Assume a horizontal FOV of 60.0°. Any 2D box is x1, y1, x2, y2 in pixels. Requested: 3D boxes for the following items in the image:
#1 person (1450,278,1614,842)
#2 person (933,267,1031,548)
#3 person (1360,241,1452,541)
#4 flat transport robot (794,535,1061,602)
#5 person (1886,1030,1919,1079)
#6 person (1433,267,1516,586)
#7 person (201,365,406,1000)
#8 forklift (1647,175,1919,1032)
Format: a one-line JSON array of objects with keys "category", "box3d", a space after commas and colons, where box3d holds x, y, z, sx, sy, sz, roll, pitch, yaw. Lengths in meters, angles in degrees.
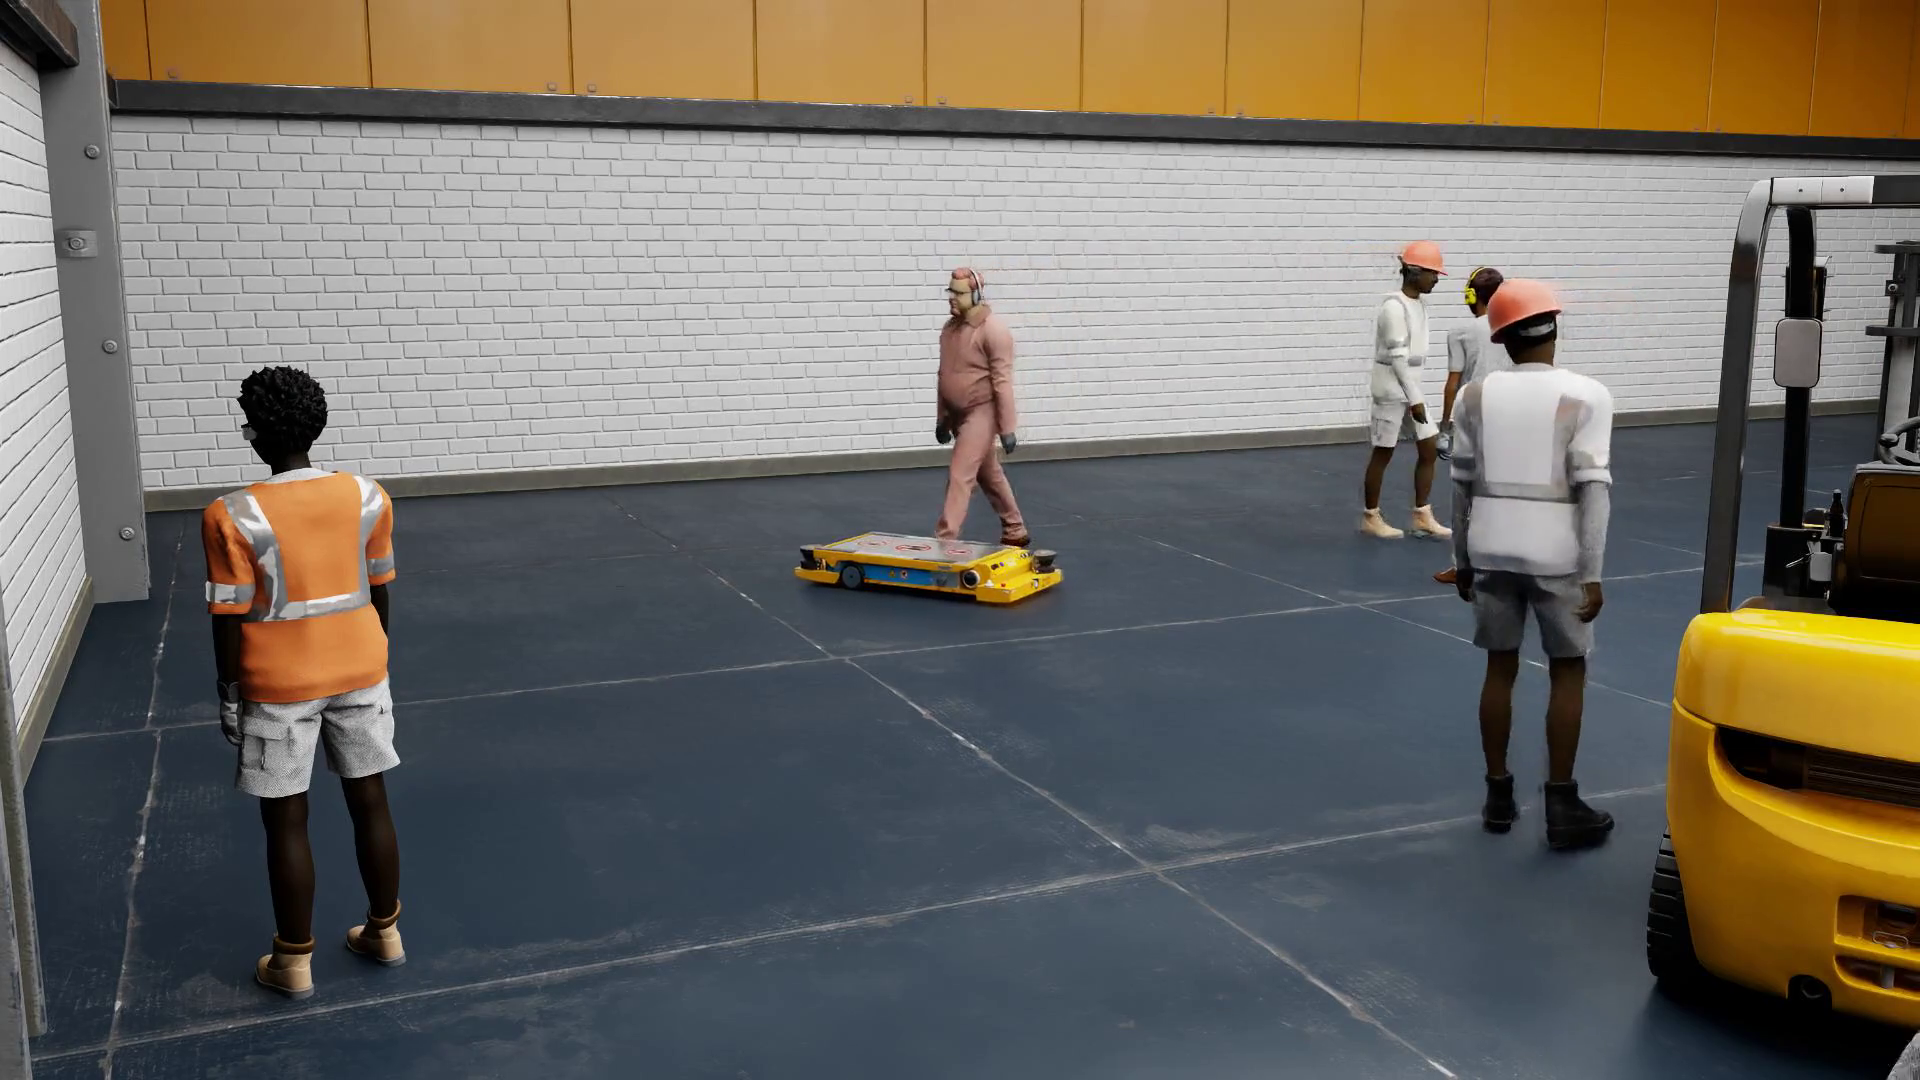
[{"category": "person", "box3d": [1.951, 0.057, 5.704, 0.602, 1.889, 0.500, 8, 13, 38]}, {"category": "person", "box3d": [0.102, -0.752, 10.309, 0.988, 1.859, 0.679, -6, 12, -29]}, {"category": "person", "box3d": [2.987, -0.958, 10.985, 0.791, 1.995, 0.607, 9, 14, 41]}, {"category": "flat transport robot", "box3d": [-0.194, 0.143, 9.691, 1.431, 0.197, 0.652, 6, 12, 28]}, {"category": "person", "box3d": [1.521, 0.669, 2.223, 0.660, 1.924, 0.444, -2, 11, -12]}, {"category": "person", "box3d": [3.016, -0.648, 9.684, 0.533, 1.860, 0.334, -3, 11, -16]}, {"category": "person", "box3d": [-1.747, 0.381, 4.470, 0.320, 1.694, 0.531, 9, 14, 41]}, {"category": "forklift", "box3d": [2.810, 0.094, 4.662, 1.214, 2.155, 2.313, 7, 12, 34]}]
